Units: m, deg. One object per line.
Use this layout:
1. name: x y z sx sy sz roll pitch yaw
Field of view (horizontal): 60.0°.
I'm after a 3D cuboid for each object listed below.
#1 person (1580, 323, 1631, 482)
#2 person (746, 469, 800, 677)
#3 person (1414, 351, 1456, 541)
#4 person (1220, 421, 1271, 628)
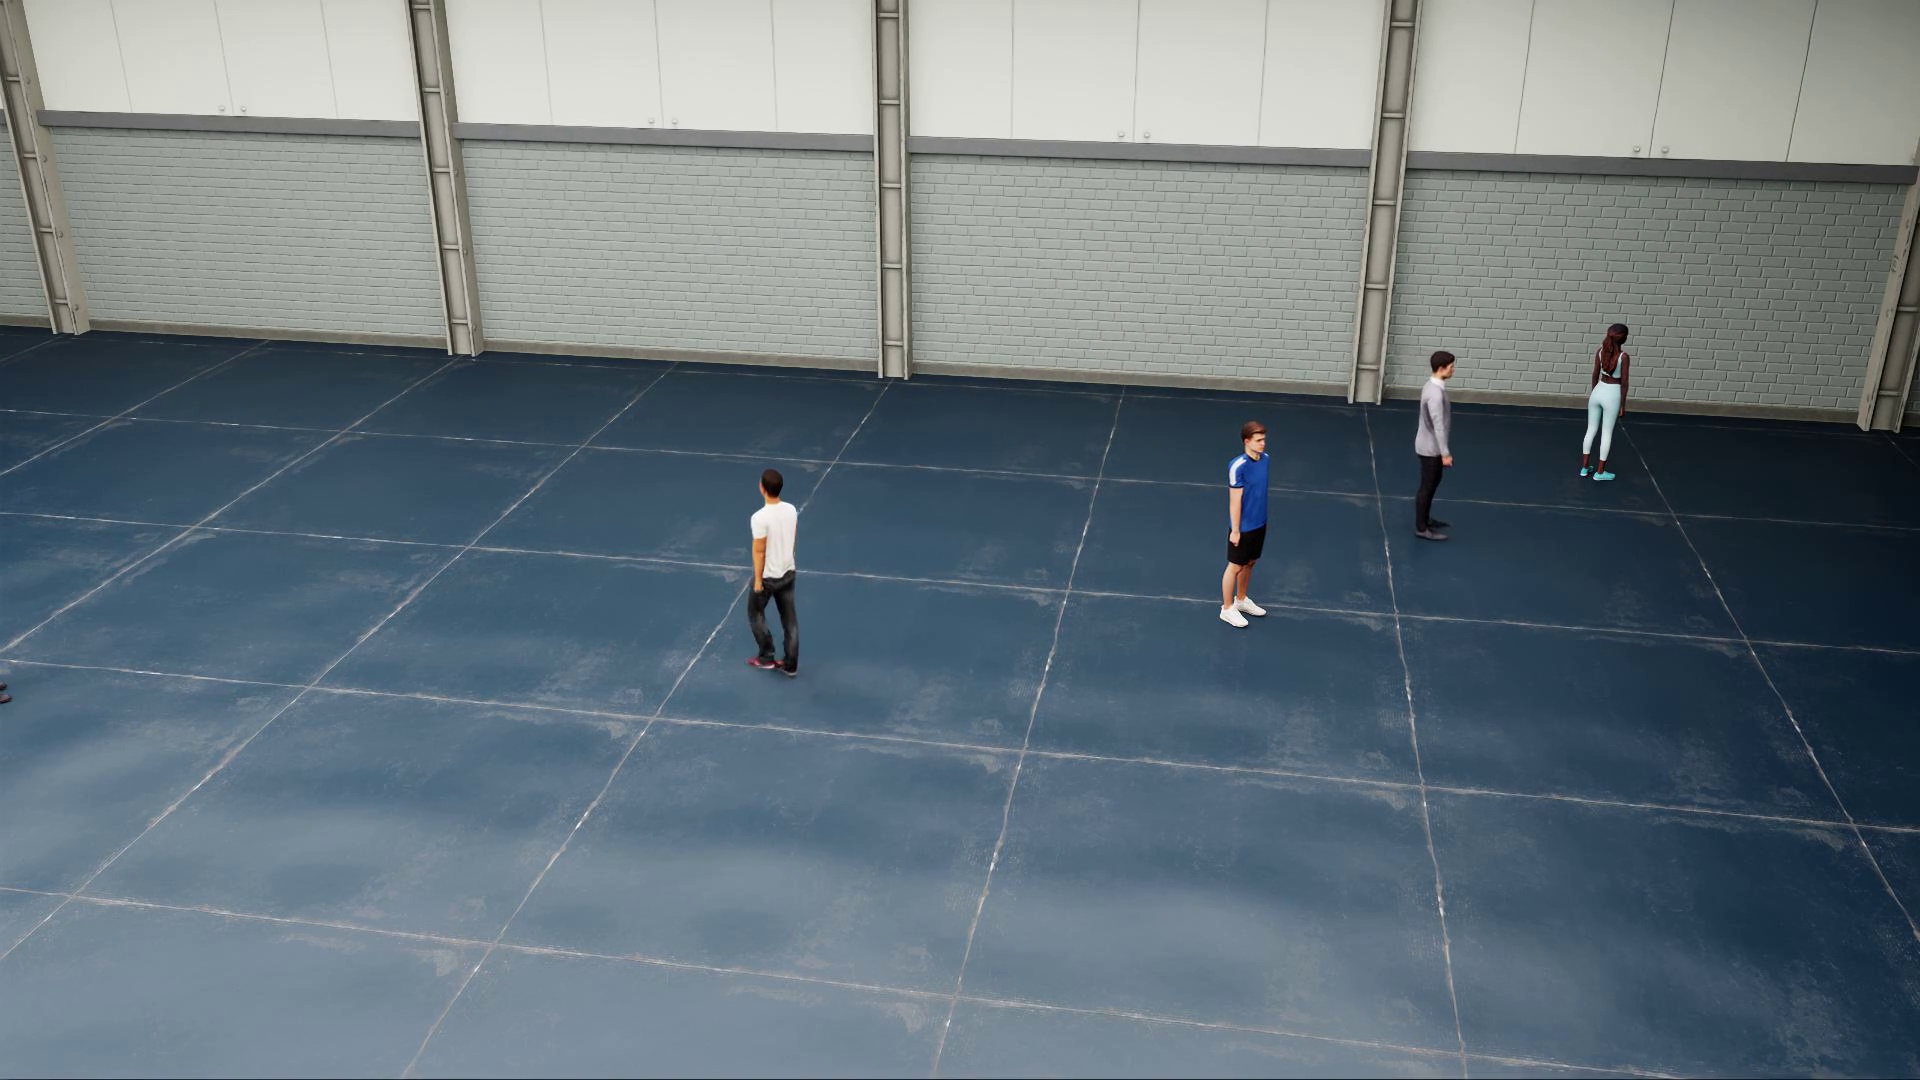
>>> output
1. person: 7.014 -1.512 18.060 0.708 1.724 0.644 -16 28 -34
2. person: -1.465 0.305 13.703 0.863 1.791 0.826 19 30 38
3. person: 4.638 -0.945 16.476 0.699 1.921 0.776 6 24 14
4. person: 2.543 -0.172 14.728 0.766 1.866 0.757 19 30 38
